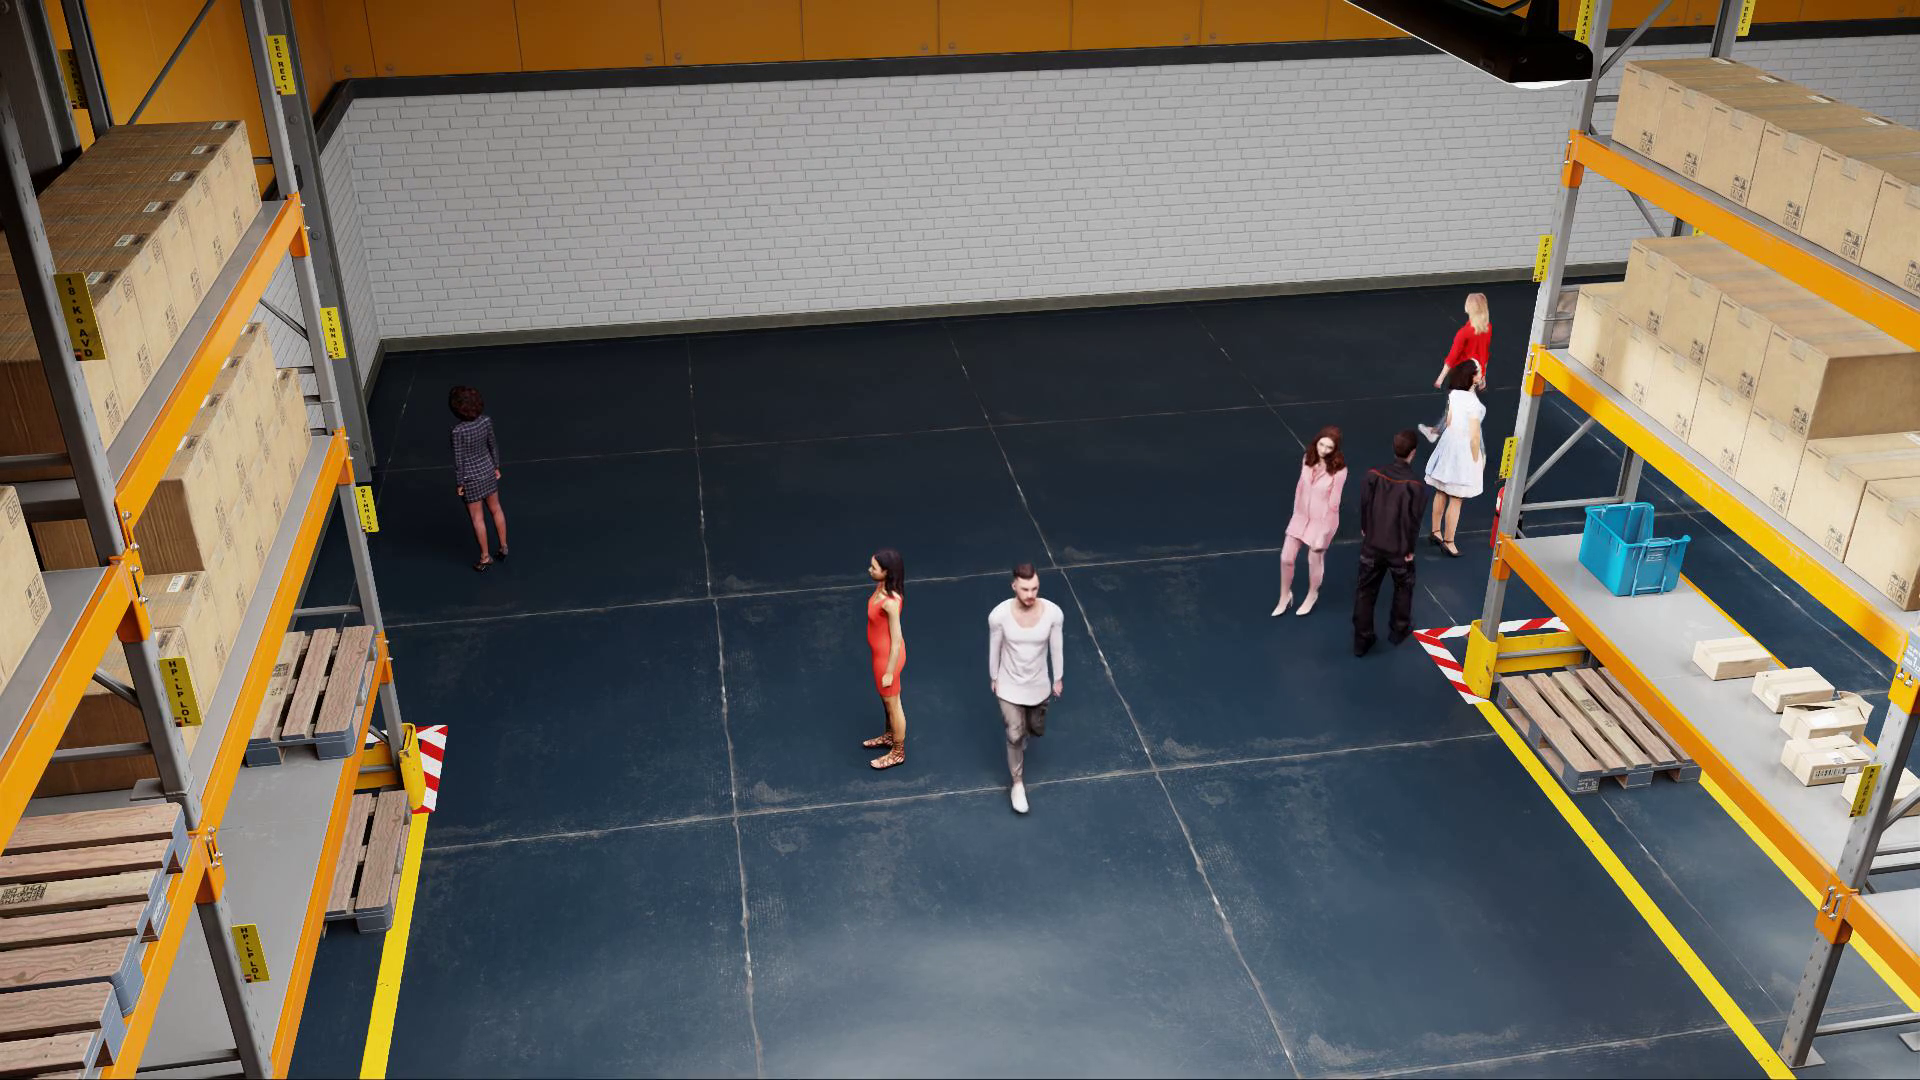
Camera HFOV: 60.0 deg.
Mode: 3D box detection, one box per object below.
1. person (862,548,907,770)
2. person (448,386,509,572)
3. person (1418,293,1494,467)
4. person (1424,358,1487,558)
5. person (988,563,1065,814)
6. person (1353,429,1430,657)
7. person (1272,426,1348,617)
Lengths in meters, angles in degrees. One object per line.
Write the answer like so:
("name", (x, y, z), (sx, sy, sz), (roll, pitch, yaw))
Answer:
("person", (-0.504, 0.815, 11.678), (0.648, 1.719, 0.471), (-6, 29, -12))
("person", (-4.102, -0.525, 14.151), (0.755, 1.702, 0.696), (19, 34, 31))
("person", (4.932, -1.498, 15.986), (0.955, 1.654, 1.196), (-20, 34, -31))
("person", (4.305, -0.715, 14.375), (0.779, 1.822, 0.683), (-8, 30, -14))
("person", (0.423, 0.925, 11.374), (0.717, 1.816, 1.055), (-2, 29, -4))
("person", (3.289, 0.071, 12.857), (0.975, 1.896, 1.035), (18, 34, 30))
("person", (2.923, -0.151, 13.393), (0.860, 1.772, 0.795), (-23, 36, -36))
